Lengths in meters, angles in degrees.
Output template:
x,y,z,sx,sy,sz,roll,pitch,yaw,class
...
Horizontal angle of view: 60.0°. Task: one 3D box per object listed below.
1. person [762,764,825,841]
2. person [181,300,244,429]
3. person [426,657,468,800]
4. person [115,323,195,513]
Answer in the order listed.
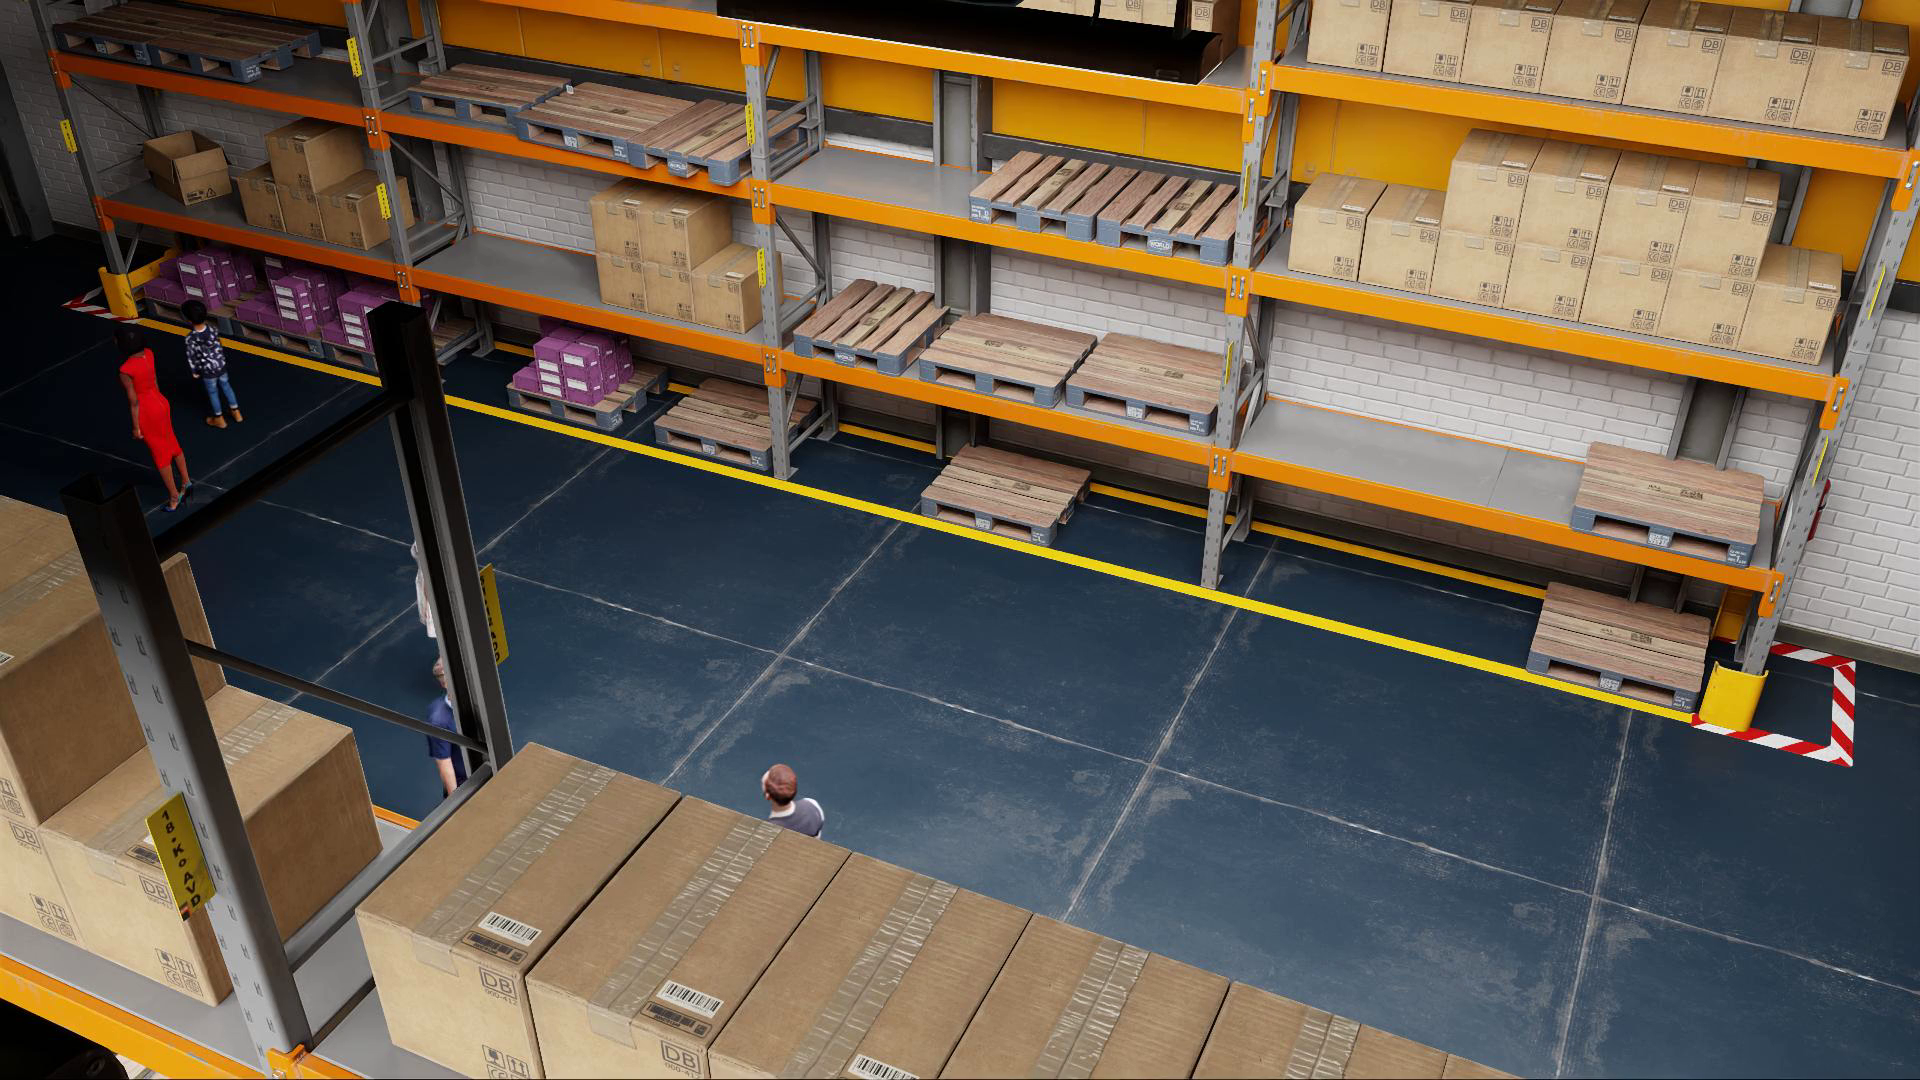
x,y,z,sx,sy,sz,roll,pitch,yaw,class
-0.948,2.005,9.316,0.661,1.938,0.711,25,41,33,person
-6.959,-1.642,15.428,0.526,1.246,0.538,24,40,31,person
-3.063,1.445,10.270,1.311,1.815,0.967,29,43,36,person
-6.830,-1.041,14.074,0.589,1.744,0.620,4,34,7,person
